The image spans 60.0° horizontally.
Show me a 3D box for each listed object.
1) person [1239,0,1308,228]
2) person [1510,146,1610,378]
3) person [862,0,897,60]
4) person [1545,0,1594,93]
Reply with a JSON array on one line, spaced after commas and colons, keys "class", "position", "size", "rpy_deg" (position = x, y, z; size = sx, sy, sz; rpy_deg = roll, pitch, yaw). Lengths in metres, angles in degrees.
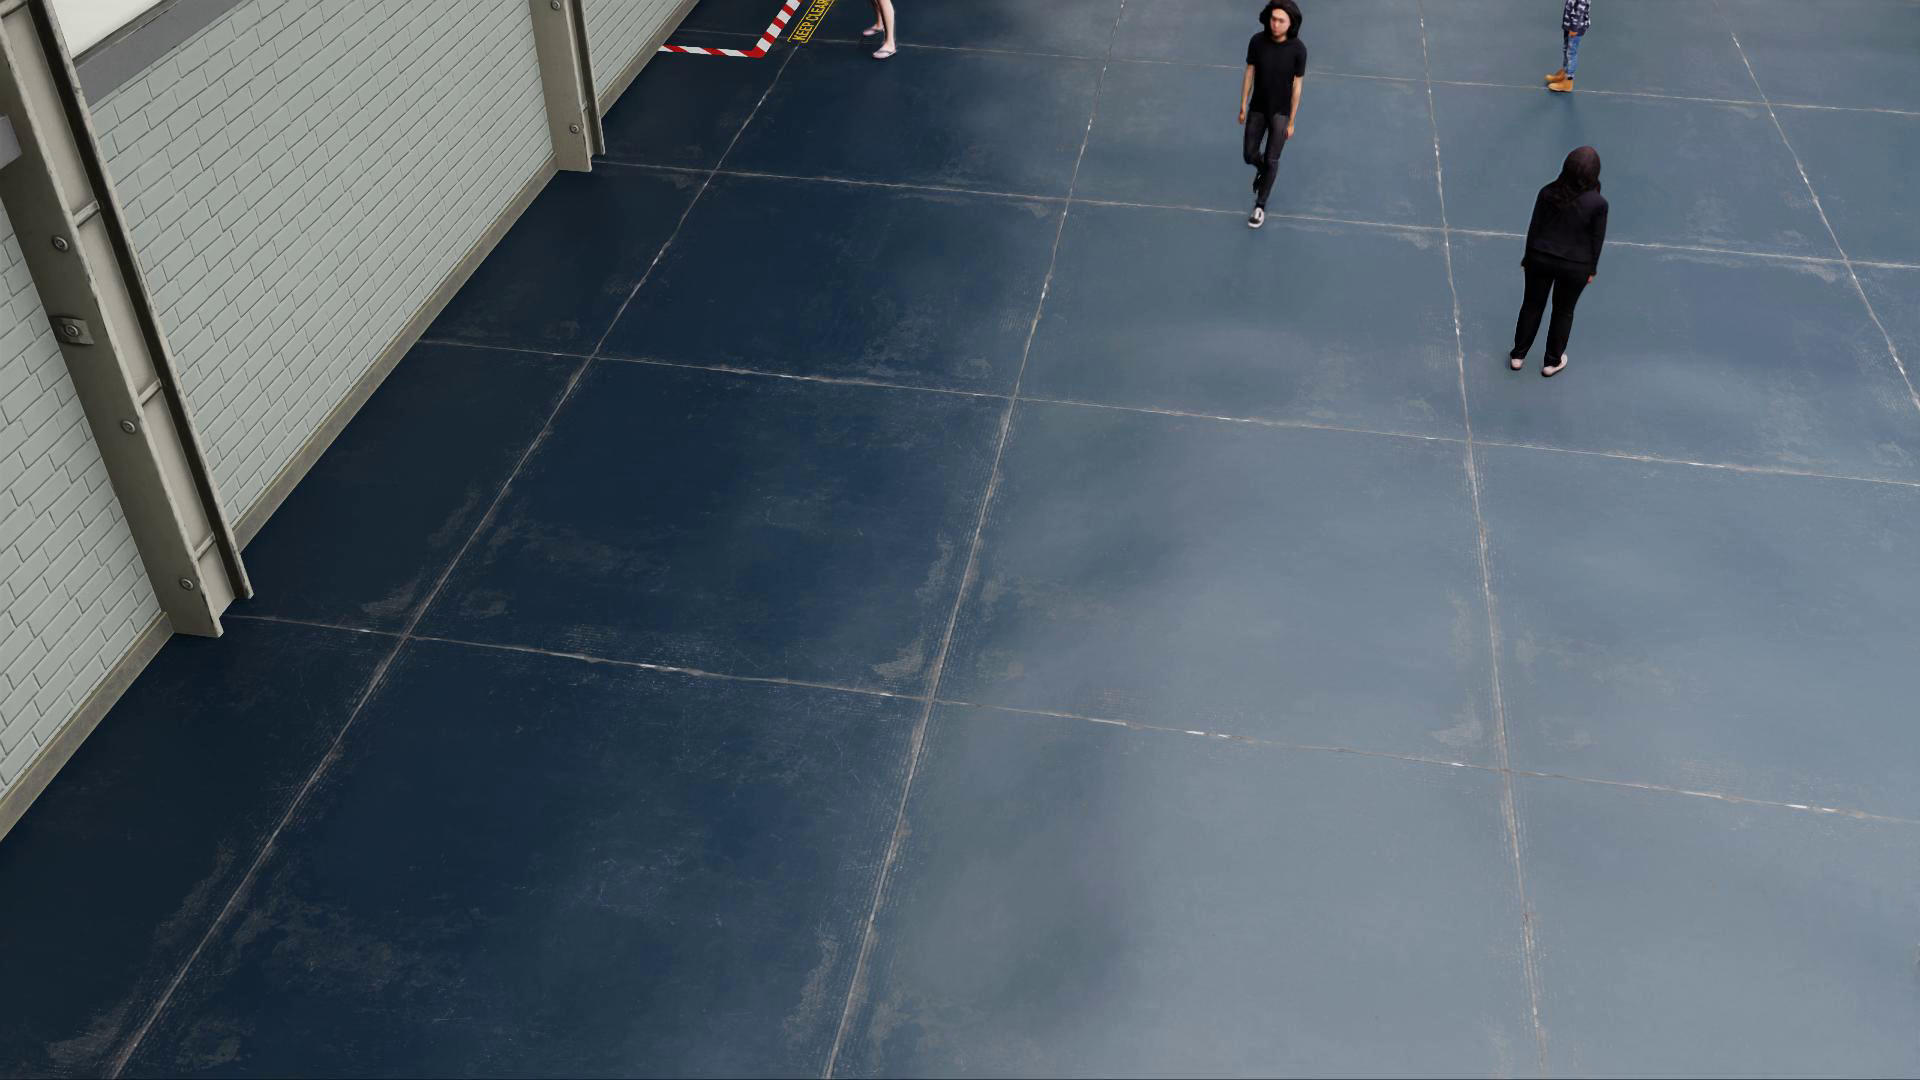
[{"class": "person", "position": [2.436, -3.351, 12.823], "size": [0.777, 1.813, 0.945], "rpy_deg": [18, 42, 22]}, {"class": "person", "position": [3.979, -1.841, 11.052], "size": [0.724, 1.617, 0.727], "rpy_deg": [18, 42, 22]}, {"class": "person", "position": [-0.770, -5.468, 15.526], "size": [1.037, 1.818, 0.975], "rpy_deg": [-24, 44, -27]}, {"class": "person", "position": [5.556, -4.682, 14.983], "size": [0.553, 1.249, 0.421], "rpy_deg": [5, 38, 6]}]
